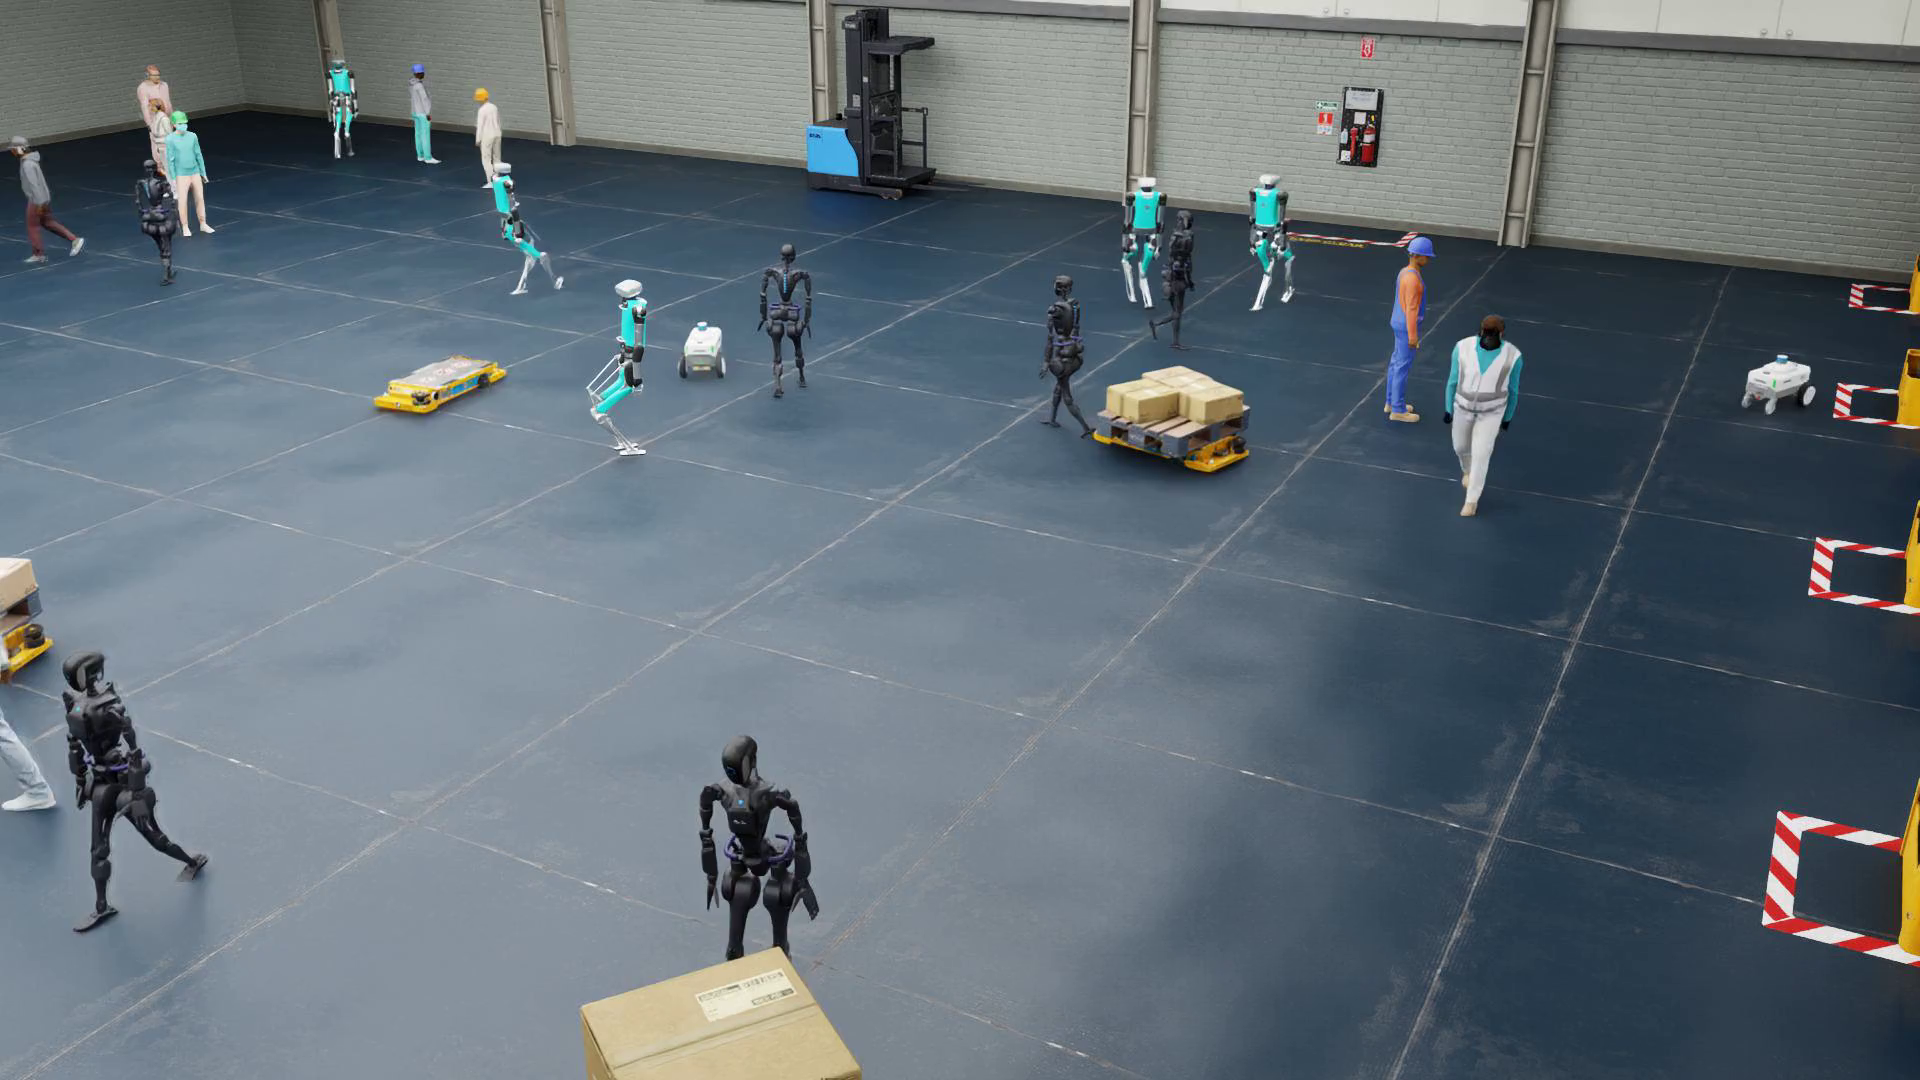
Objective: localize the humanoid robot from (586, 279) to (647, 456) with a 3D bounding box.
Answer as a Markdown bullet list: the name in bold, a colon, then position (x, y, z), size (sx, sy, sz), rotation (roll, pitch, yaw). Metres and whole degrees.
- **humanoid robot**: position (-3.319, -1.625, 15.912), size (0.735, 1.681, 0.533), rotation (-10, 25, -21)

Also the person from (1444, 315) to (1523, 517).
- **person**: position (4.691, -1.187, 14.969), size (0.617, 1.813, 0.834), rotation (12, 26, 26)

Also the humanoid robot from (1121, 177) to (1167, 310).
- **humanoid robot**: position (2.269, -3.752, 21.035), size (0.539, 1.737, 0.992), rotation (-3, 23, -7)

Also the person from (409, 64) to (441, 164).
- **person**: position (-9.833, -7.787, 30.382), size (0.361, 1.777, 0.526), rotation (-18, 29, -35)

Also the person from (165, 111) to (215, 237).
- **person**: position (-11.577, -5.491, 24.939), size (0.400, 1.861, 0.533), rotation (20, 30, 39)

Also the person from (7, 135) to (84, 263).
- **person**: position (-12.974, -4.839, 23.513), size (0.746, 1.781, 0.593), rotation (-9, 25, -20)

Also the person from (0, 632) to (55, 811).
- **person**: position (-6.183, 0.839, 10.192), size (0.944, 1.865, 0.589), rotation (-3, 23, -6)

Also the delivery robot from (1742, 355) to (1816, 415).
- **delivery robot**: position (8.710, -1.666, 17.699), size (0.814, 0.611, 0.499), rotation (-15, 28, -31)

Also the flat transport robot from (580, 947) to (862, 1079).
- **flat transport robot**: position (-0.961, 3.042, 7.082), size (0.659, 0.231, 1.431), rotation (-1, 23, -1)

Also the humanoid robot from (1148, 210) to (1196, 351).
- **humanoid robot**: position (2.480, -3.082, 19.567), size (0.632, 1.634, 0.612), rotation (16, 28, 32)

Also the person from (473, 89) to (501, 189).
- **person**: position (-7.976, -6.800, 28.226), size (0.323, 1.668, 0.567), rotation (12, 26, 26)

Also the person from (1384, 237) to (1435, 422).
- **person**: position (4.632, -2.180, 17.170), size (0.369, 1.903, 0.519), rotation (2, 23, 4)

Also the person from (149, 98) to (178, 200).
- **person**: position (-13.127, -6.467, 27.478), size (0.304, 1.639, 0.521), rotation (-21, 31, -40)

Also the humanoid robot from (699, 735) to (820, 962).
- **humanoid robot**: position (-1.004, 1.709, 8.412), size (0.615, 1.644, 0.314), rotation (5, 24, 11)

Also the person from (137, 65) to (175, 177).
- **person**: position (-14.050, -7.368, 29.253), size (0.405, 1.901, 0.639), rotation (9, 25, 21)

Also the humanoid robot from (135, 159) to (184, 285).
- **humanoid robot**: position (-10.764, -4.306, 22.426), size (0.609, 1.632, 0.690), rotation (3, 23, 6)

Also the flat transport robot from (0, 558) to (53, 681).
- **flat transport robot**: position (-7.577, 0.830, 12.230), size (1.431, 0.231, 0.659), rotation (3, 23, 7)

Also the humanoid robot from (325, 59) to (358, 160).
- **humanoid robot**: position (-11.480, -7.895, 30.819), size (0.542, 1.881, 0.810), rotation (0, 23, 1)

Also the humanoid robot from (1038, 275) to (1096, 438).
- **humanoid robot**: position (1.088, -1.843, 16.750), size (0.770, 1.650, 0.601), rotation (17, 29, 35)

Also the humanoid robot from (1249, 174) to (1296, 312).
- **humanoid robot**: position (4.071, -3.827, 21.282), size (0.531, 1.777, 1.028), rotation (19, 30, 37)

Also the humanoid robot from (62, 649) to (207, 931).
- **humanoid robot**: position (-4.712, 1.349, 9.323), size (0.587, 1.644, 0.784), rotation (10, 25, 23)

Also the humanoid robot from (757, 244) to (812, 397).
- **humanoid robot**: position (-1.901, -2.403, 18.008), size (0.610, 1.638, 0.613), rotation (0, 23, 1)

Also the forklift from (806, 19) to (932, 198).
- **forklift**: position (-1.573, -7.292, 27.850), size (1.873, 2.768, 1.129), rotation (12, 26, 25)

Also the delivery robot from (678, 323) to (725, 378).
- **delivery robot**: position (-2.901, -2.162, 18.821), size (0.499, 0.586, 0.765), rotation (0, 23, -1)

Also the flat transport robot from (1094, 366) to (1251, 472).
- **flat transport robot**: position (2.090, -0.992, 16.472), size (1.431, 0.231, 0.659), rotation (20, 30, 39)

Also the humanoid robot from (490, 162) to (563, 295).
- **humanoid robot**: position (-5.650, -4.089, 21.892), size (0.883, 1.820, 0.546), rotation (-17, 29, -34)

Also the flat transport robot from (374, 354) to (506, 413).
- **flat transport robot**: position (-5.657, -1.709, 18.141), size (0.659, 0.231, 1.431), rotation (9, 25, 20)
